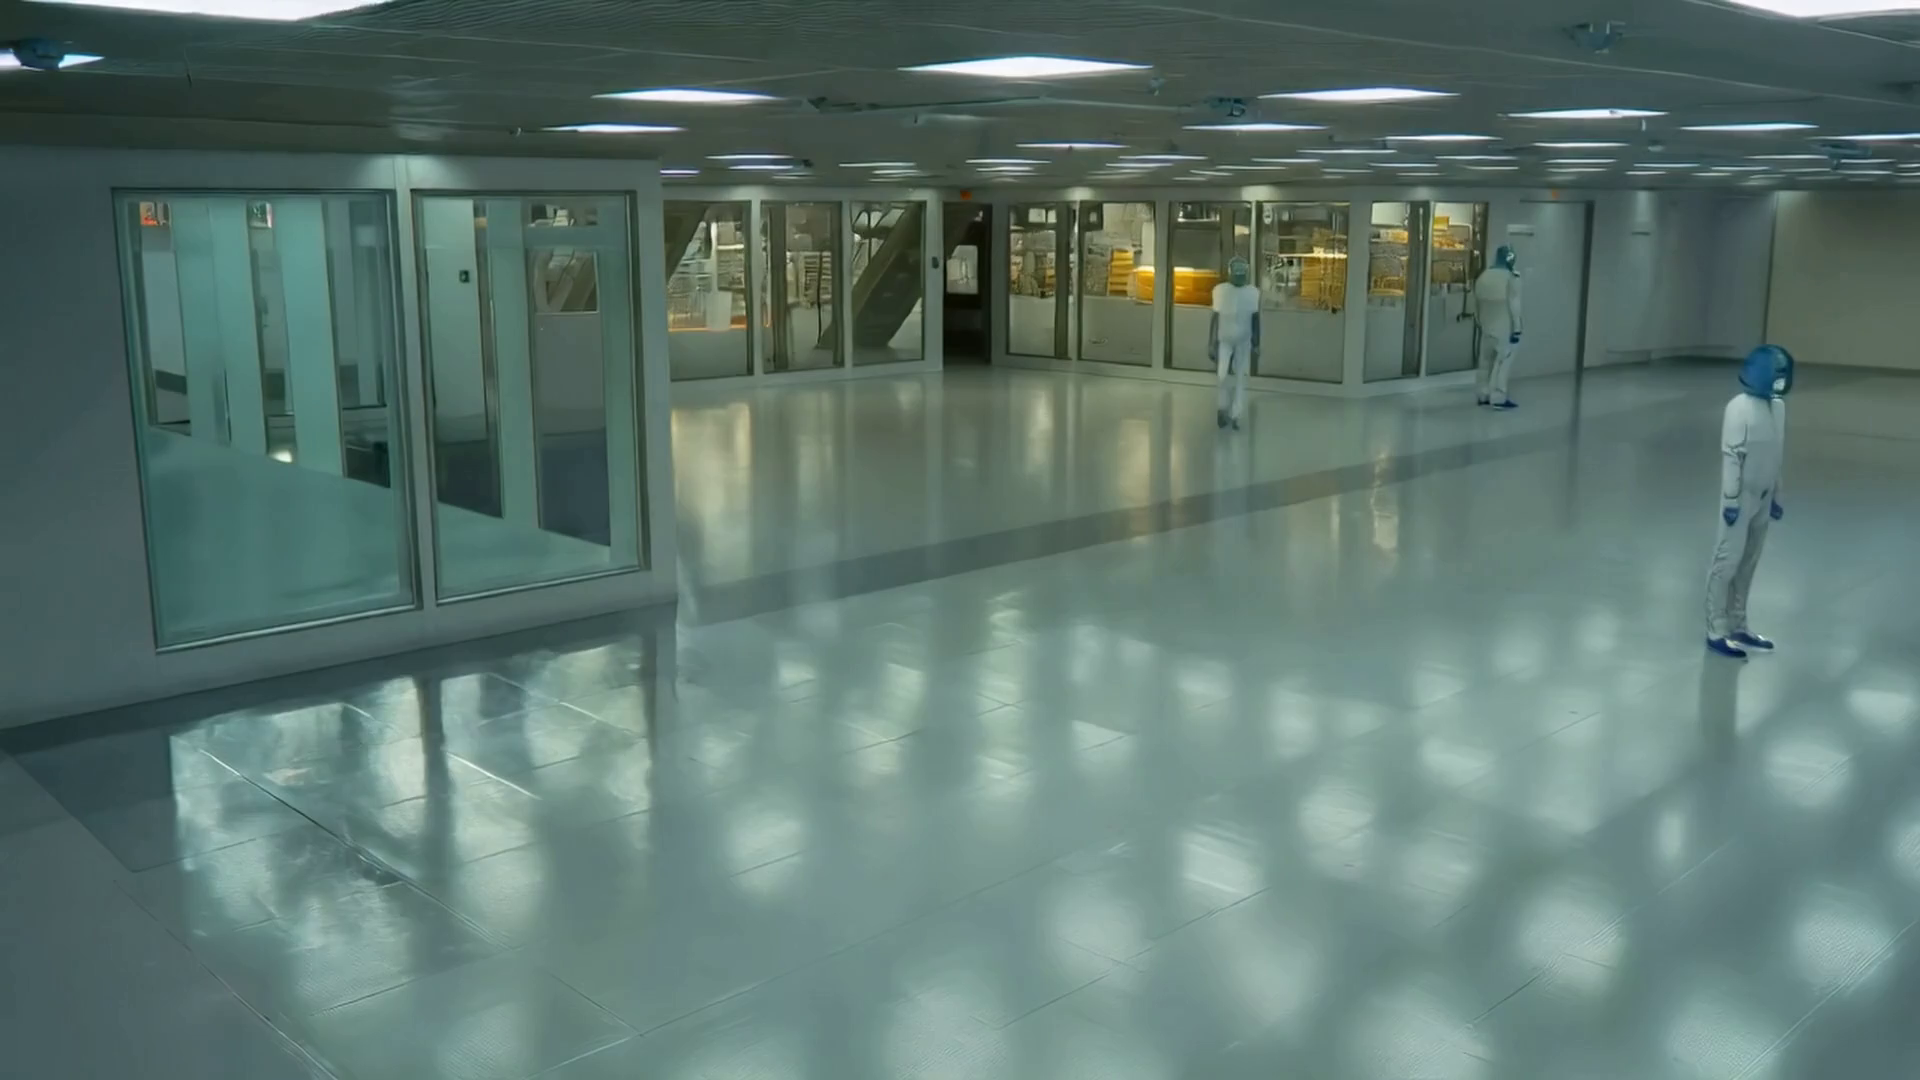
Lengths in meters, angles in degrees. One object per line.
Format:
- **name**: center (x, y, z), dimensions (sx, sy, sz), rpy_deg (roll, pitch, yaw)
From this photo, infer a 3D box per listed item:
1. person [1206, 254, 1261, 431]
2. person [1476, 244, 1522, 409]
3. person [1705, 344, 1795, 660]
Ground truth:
- **person**: center (2.867, -2.053, 17.387), dimensions (0.561, 1.851, 0.439), rpy_deg (0, 11, 2)
- **person**: center (6.318, -2.487, 19.422), dimensions (0.401, 1.907, 0.646), rpy_deg (-5, 12, -22)
- **person**: center (4.134, -0.206, 8.683), dimensions (0.498, 1.633, 0.279), rpy_deg (-9, 14, -37)
